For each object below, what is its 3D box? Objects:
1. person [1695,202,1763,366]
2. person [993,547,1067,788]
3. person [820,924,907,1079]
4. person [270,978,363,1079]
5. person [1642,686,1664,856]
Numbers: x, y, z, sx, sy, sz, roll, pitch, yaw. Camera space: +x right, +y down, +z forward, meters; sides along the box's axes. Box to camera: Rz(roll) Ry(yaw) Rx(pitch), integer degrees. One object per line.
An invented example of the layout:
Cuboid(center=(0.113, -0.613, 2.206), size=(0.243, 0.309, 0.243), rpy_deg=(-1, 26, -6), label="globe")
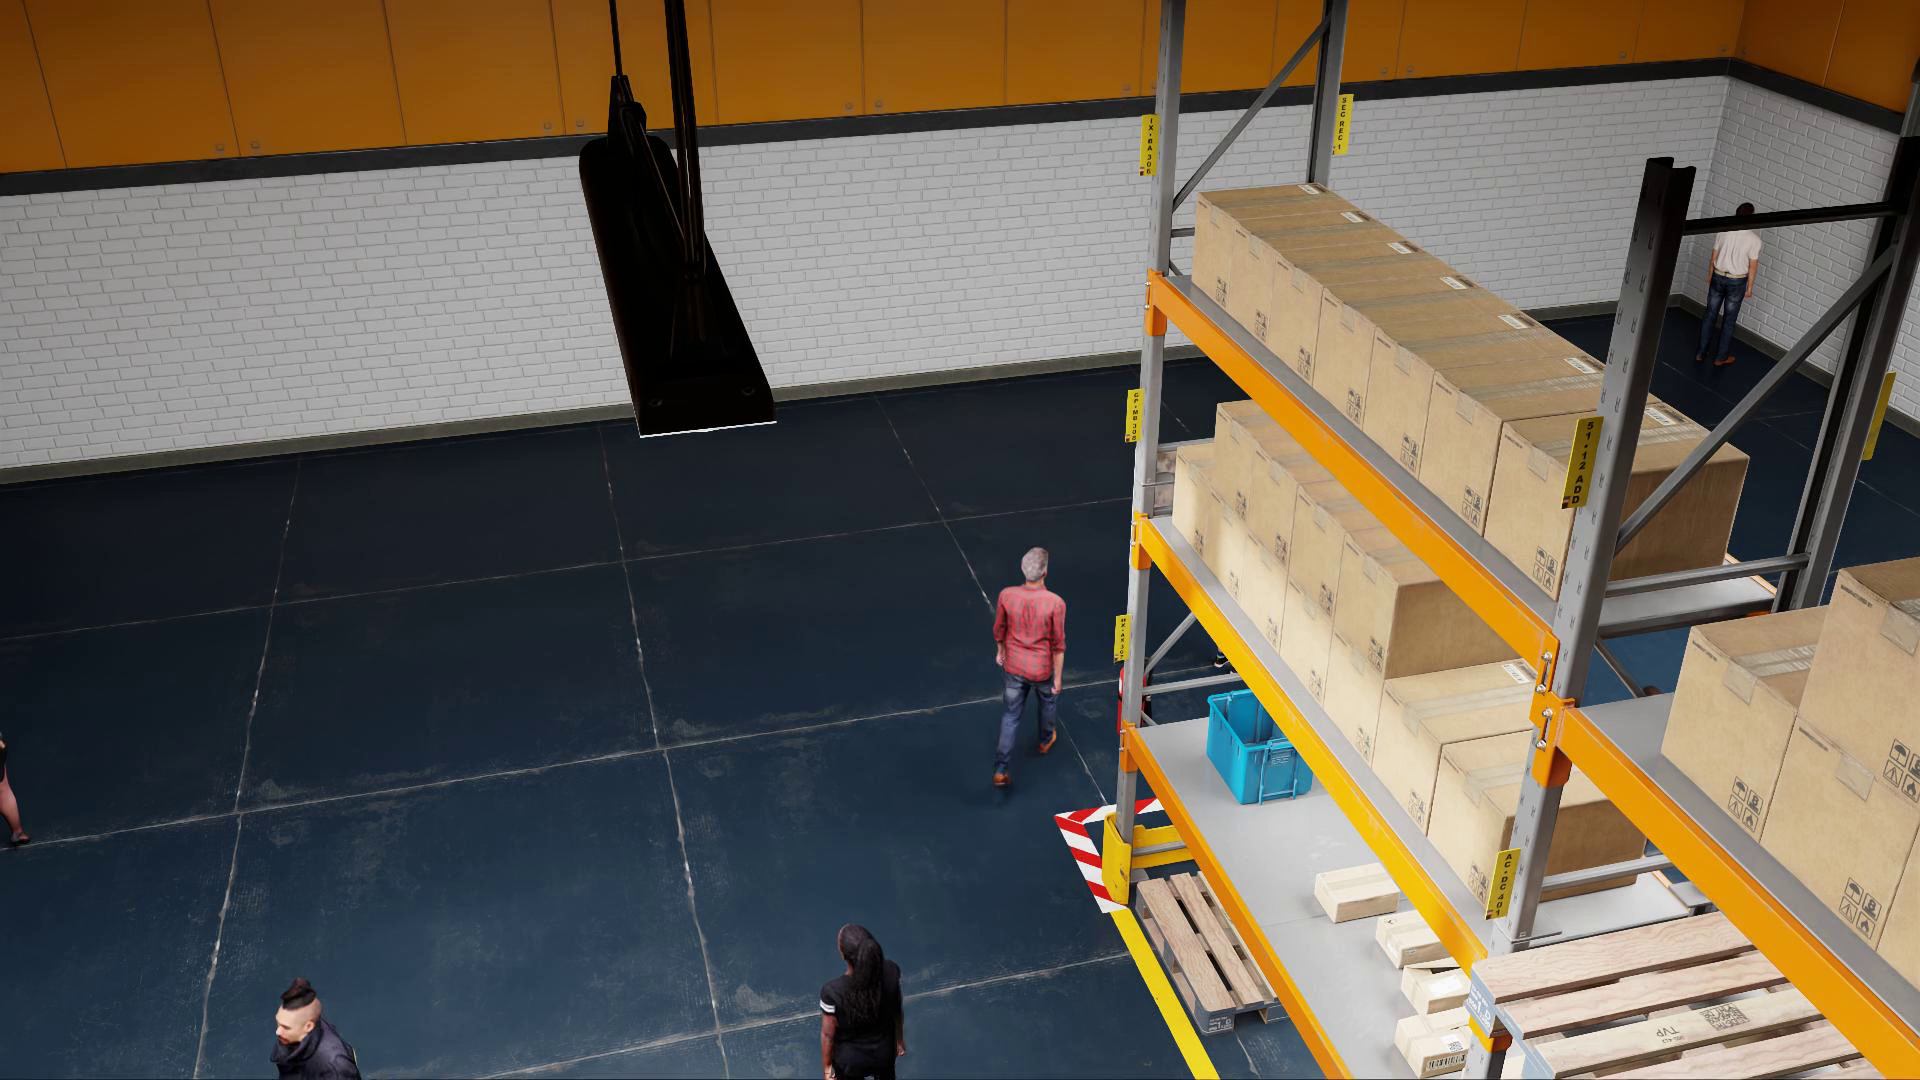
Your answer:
Cuboid(center=(8.683, -2.907, 18.811), size=(0.809, 1.854, 0.680), rpy_deg=(-25, 37, -38), label="person")
Cuboid(center=(0.460, 0.943, 11.816), size=(1.146, 1.794, 1.311), rpy_deg=(9, 30, 17), label="person")
Cuboid(center=(-0.463, 2.709, 8.654), size=(0.702, 1.722, 0.904), rpy_deg=(-12, 31, -21), label="person")
Cuboid(center=(-3.050, 2.862, 8.237), size=(0.948, 1.853, 1.008), rpy_deg=(25, 37, 38), label="person")
Cuboid(center=(4.190, 1.690, 10.437), size=(0.743, 1.802, 0.734), rpy_deg=(7, 29, 12), label="person")
